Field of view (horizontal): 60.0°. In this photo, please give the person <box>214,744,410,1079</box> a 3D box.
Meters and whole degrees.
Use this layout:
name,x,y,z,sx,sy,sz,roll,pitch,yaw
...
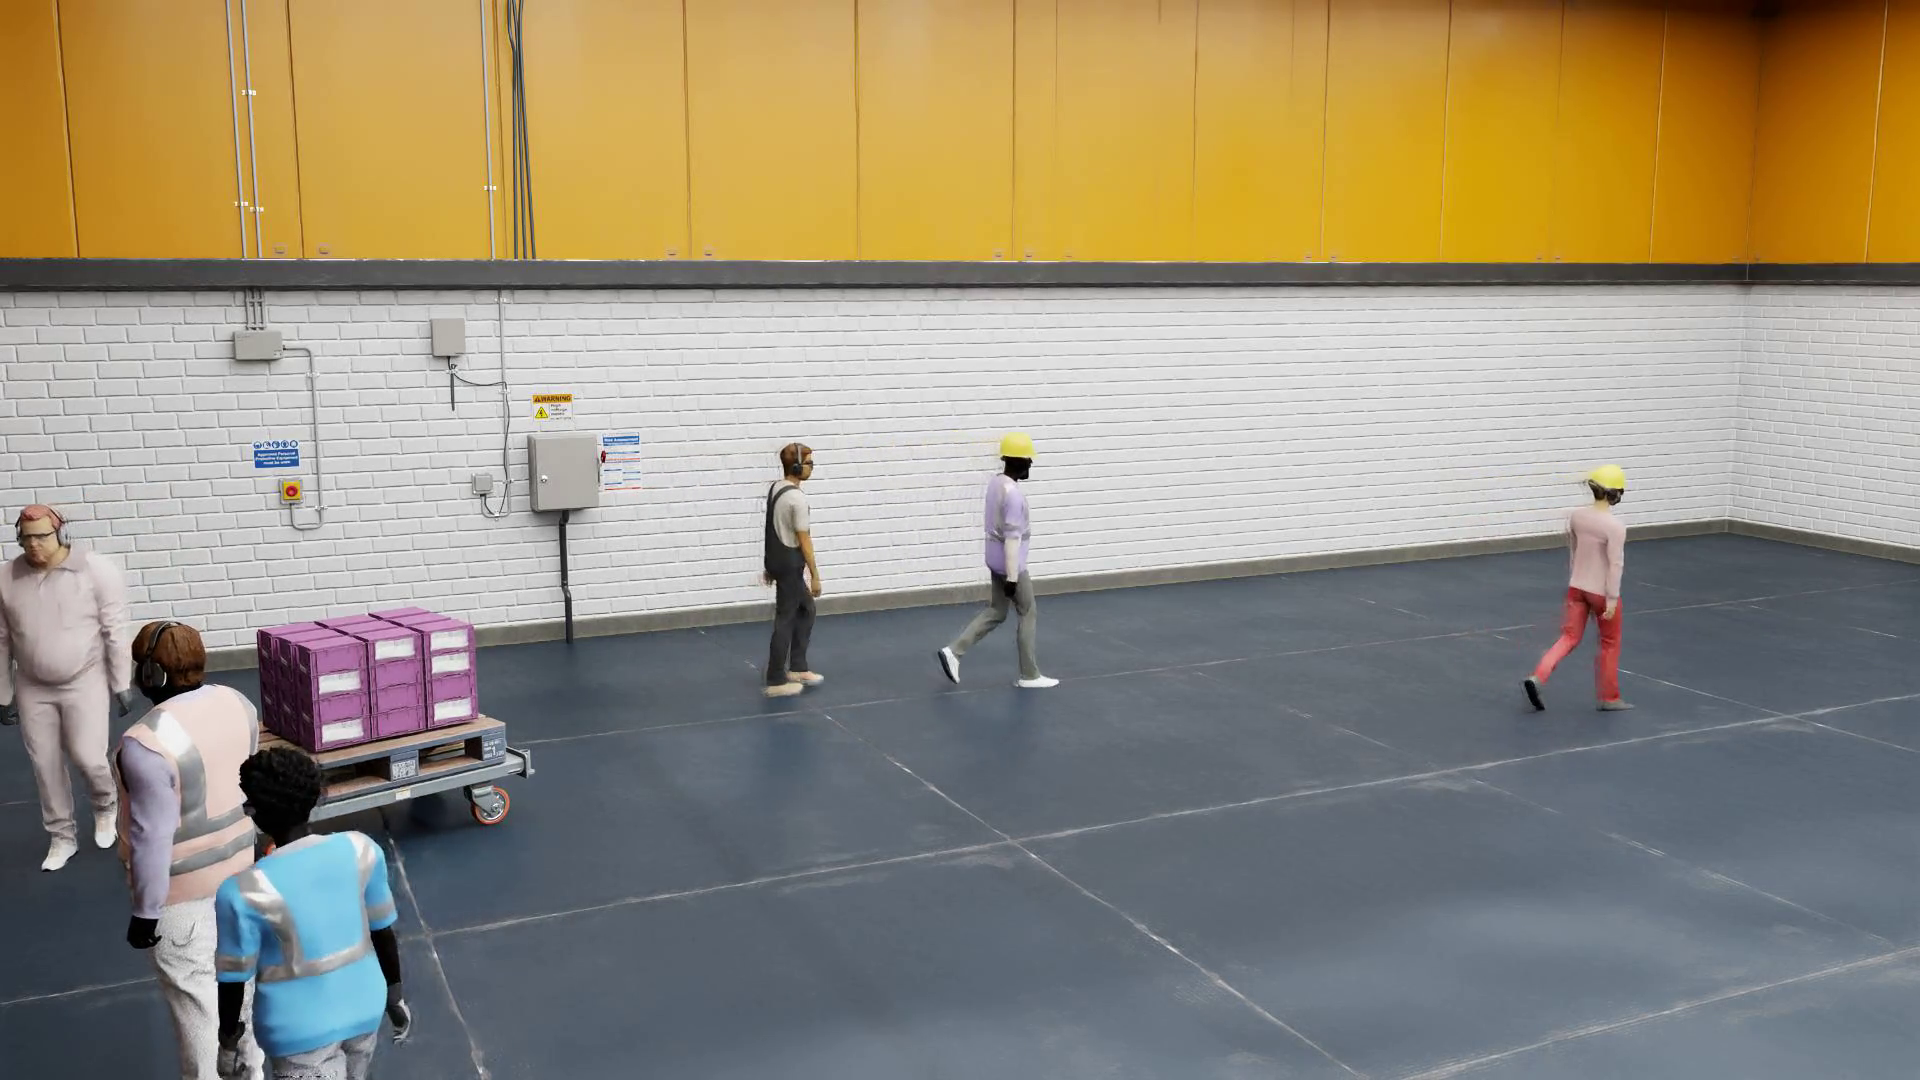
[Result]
name,x,y,z,sx,sy,sz,roll,pitch,yaw
person,-1.967,1.416,4.940,0.852,1.650,0.545,5,11,30

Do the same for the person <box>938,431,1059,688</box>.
name,x,y,z,sx,sy,sz,roll,pitch,yaw
person,0.286,0.155,12.059,0.806,1.900,0.595,-3,10,-16

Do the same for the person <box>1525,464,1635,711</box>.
name,x,y,z,sx,sy,sz,roll,pitch,yaw
person,4.289,0.341,11.391,0.760,1.746,0.527,-4,10,-22

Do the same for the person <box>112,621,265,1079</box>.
name,x,y,z,sx,sy,sz,roll,pitch,yaw
person,-2.700,1.188,5.819,0.430,1.843,0.625,2,9,10

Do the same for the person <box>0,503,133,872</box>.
name,x,y,z,sx,sy,sz,roll,pitch,yaw
person,-4.569,0.741,8.450,0.668,1.887,0.439,-1,9,-8

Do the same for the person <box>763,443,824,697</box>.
name,x,y,z,sx,sy,sz,roll,pitch,yaw
person,-1.143,0.213,11.899,0.637,1.823,0.554,-4,10,-26
